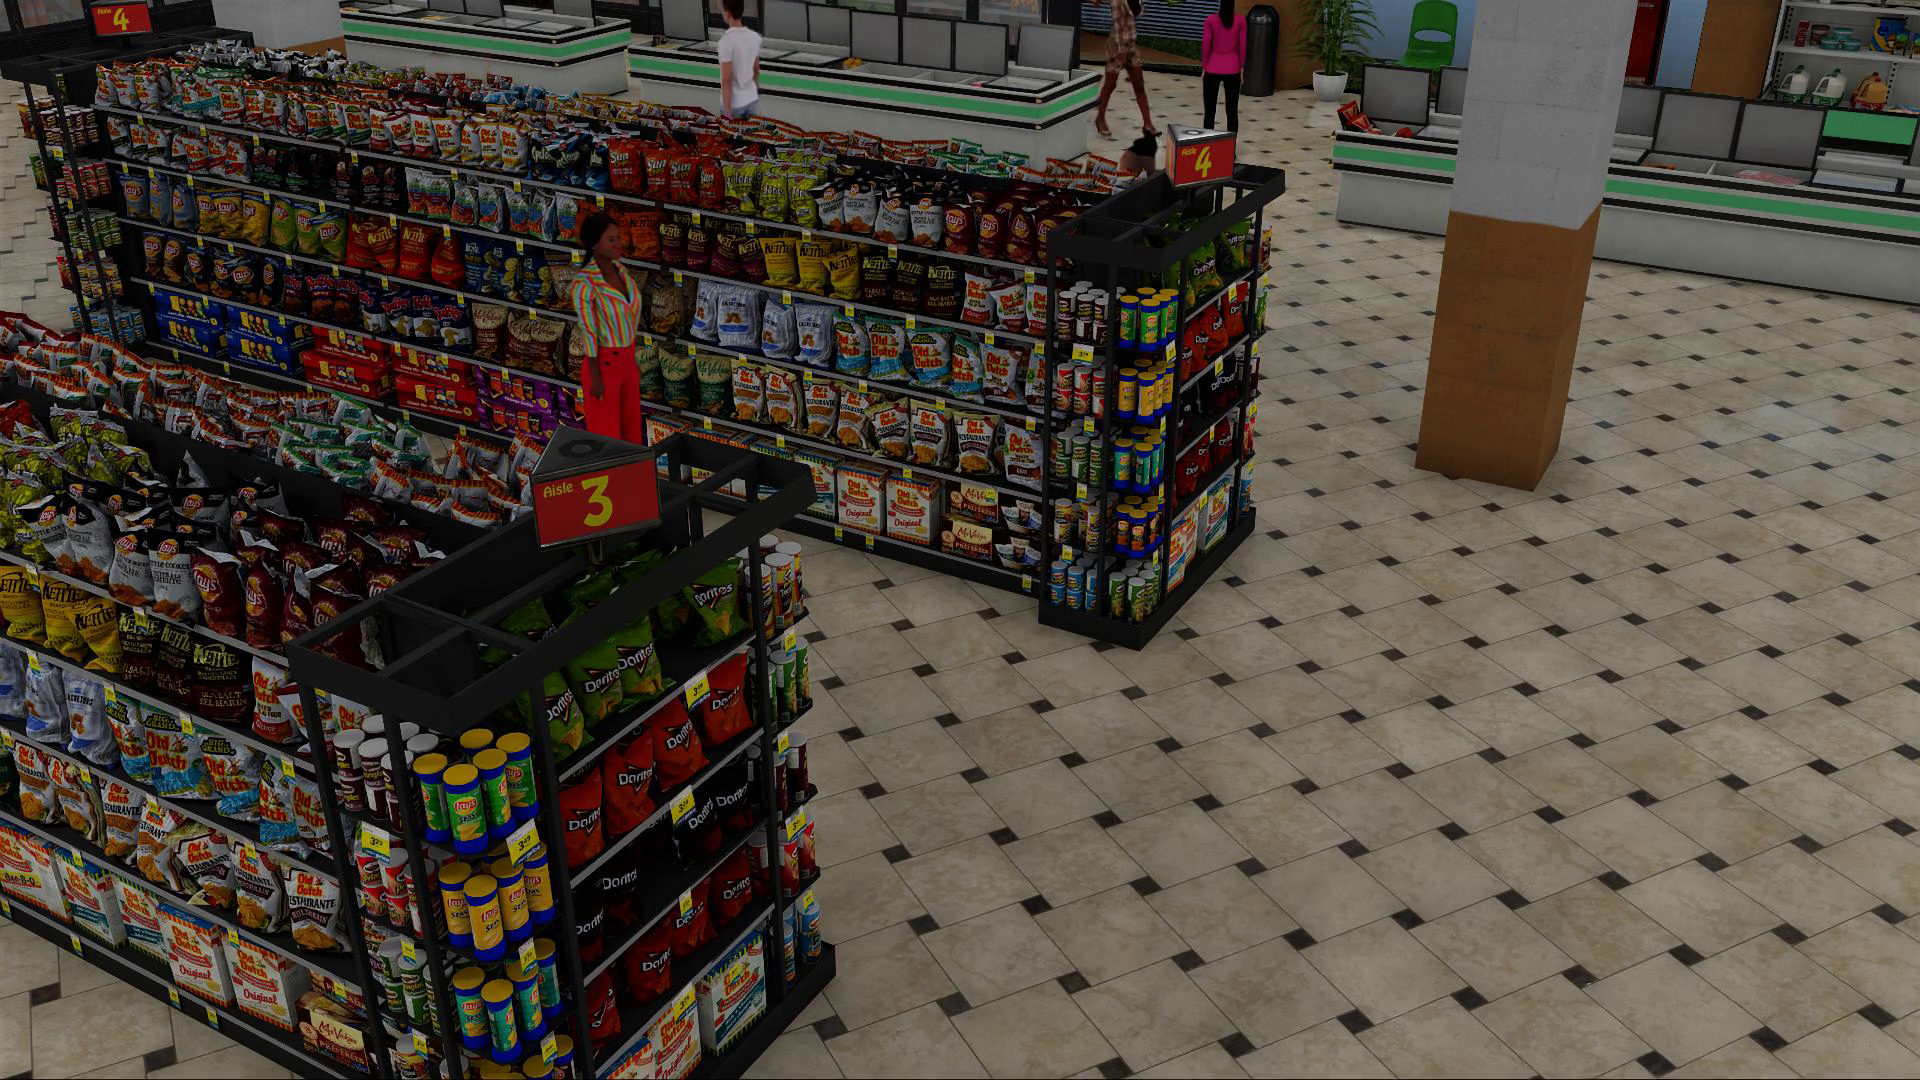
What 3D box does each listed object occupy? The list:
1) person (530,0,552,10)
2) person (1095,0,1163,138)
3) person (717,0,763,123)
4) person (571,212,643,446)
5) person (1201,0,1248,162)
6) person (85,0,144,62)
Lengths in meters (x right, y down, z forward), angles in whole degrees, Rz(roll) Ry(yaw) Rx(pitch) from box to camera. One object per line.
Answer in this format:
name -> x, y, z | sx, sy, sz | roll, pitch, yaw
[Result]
person -> -5.715, -7.693, 22.294 | 0.538, 1.754, 0.591 | 19, 33, 33
person -> 1.567, -4.910, 16.818 | 0.838, 1.743, 1.161 | -22, 34, -36
person -> -1.835, -3.774, 14.492 | 1.162, 1.822, 0.755 | 19, 33, 33
person -> -1.833, -0.847, 8.751 | 0.554, 1.792, 0.626 | 11, 29, 21
person -> 2.538, -4.510, 16.079 | 0.626, 1.698, 0.728 | 2, 27, 4
person -> -8.163, -4.651, 16.219 | 0.619, 1.824, 0.699 | 17, 32, 30
